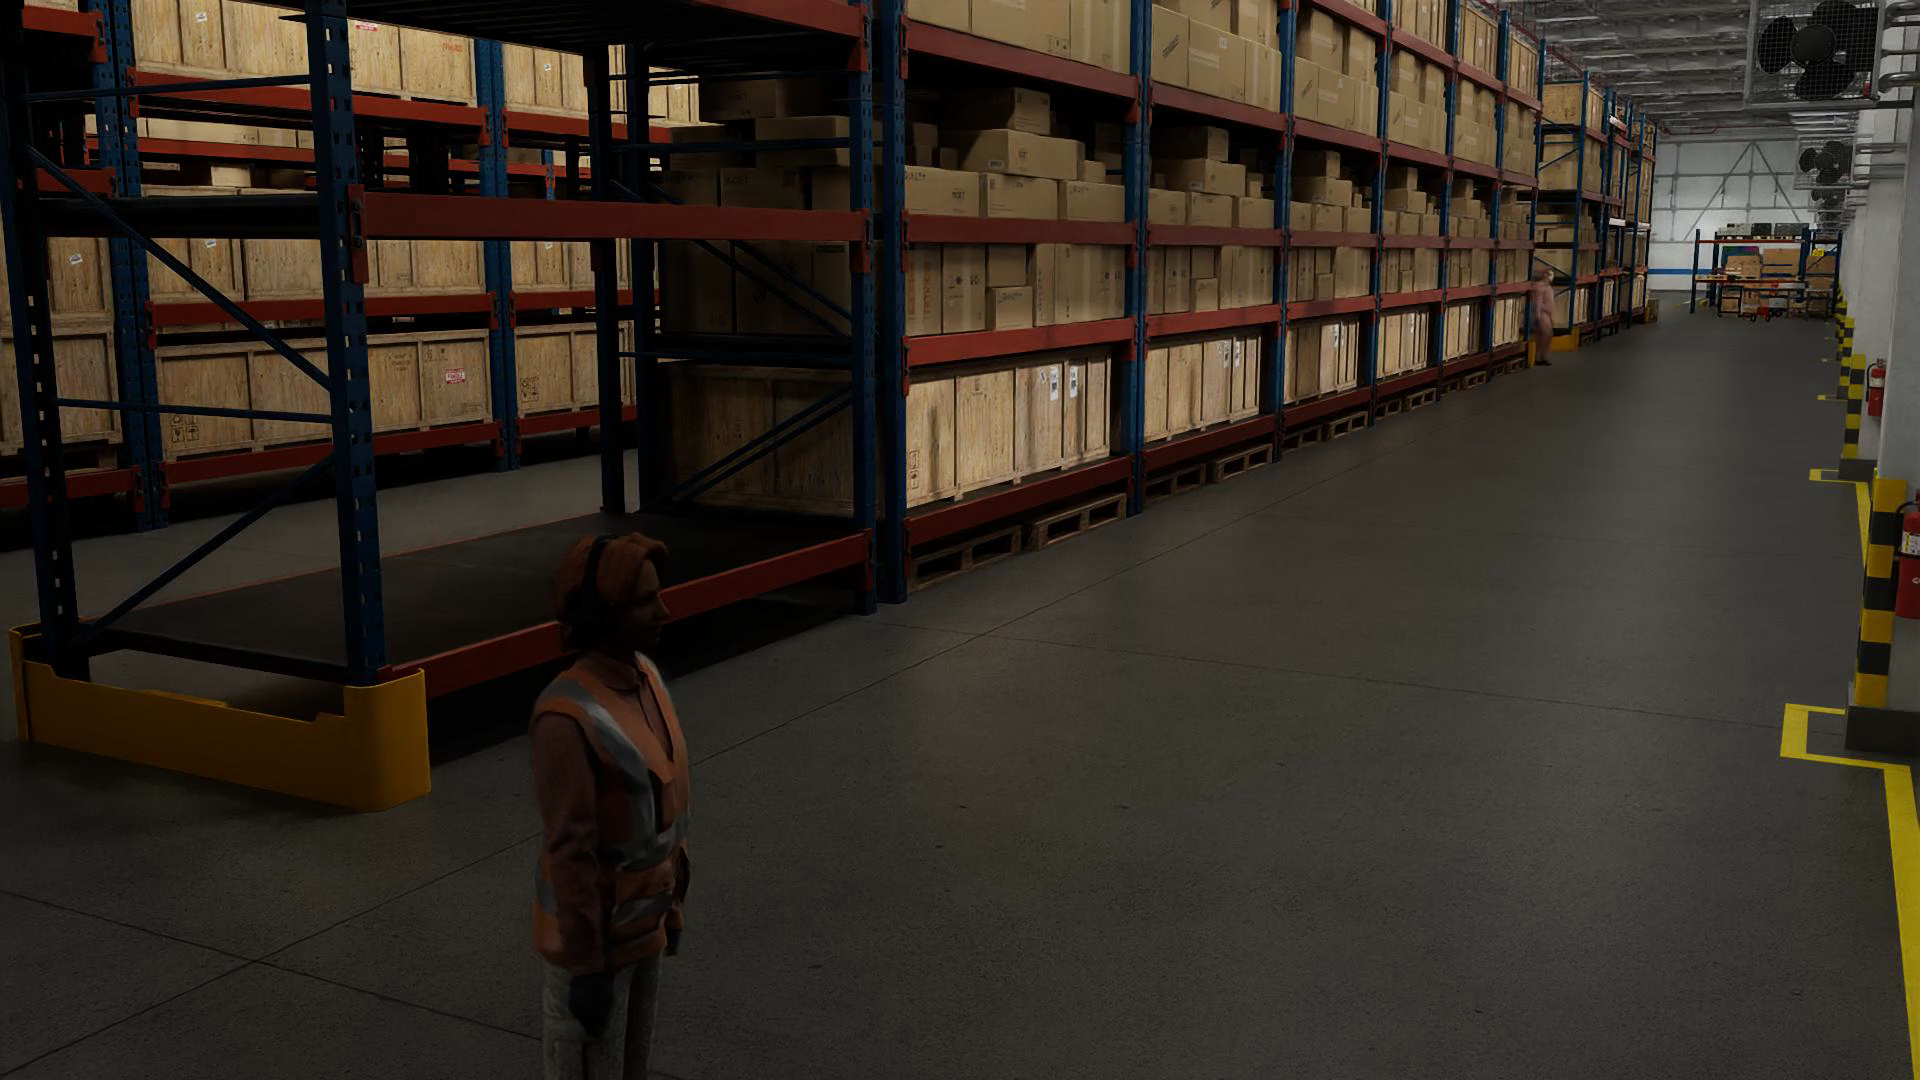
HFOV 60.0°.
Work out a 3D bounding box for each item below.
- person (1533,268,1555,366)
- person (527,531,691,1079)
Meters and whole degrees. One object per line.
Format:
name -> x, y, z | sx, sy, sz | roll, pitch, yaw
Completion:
person -> 11.320, -4.288, 32.037 | 0.659, 1.885, 0.677 | 6, 12, 32
person -> -0.691, 0.794, 3.332 | 0.312, 1.642, 0.512 | 1, 10, 7
